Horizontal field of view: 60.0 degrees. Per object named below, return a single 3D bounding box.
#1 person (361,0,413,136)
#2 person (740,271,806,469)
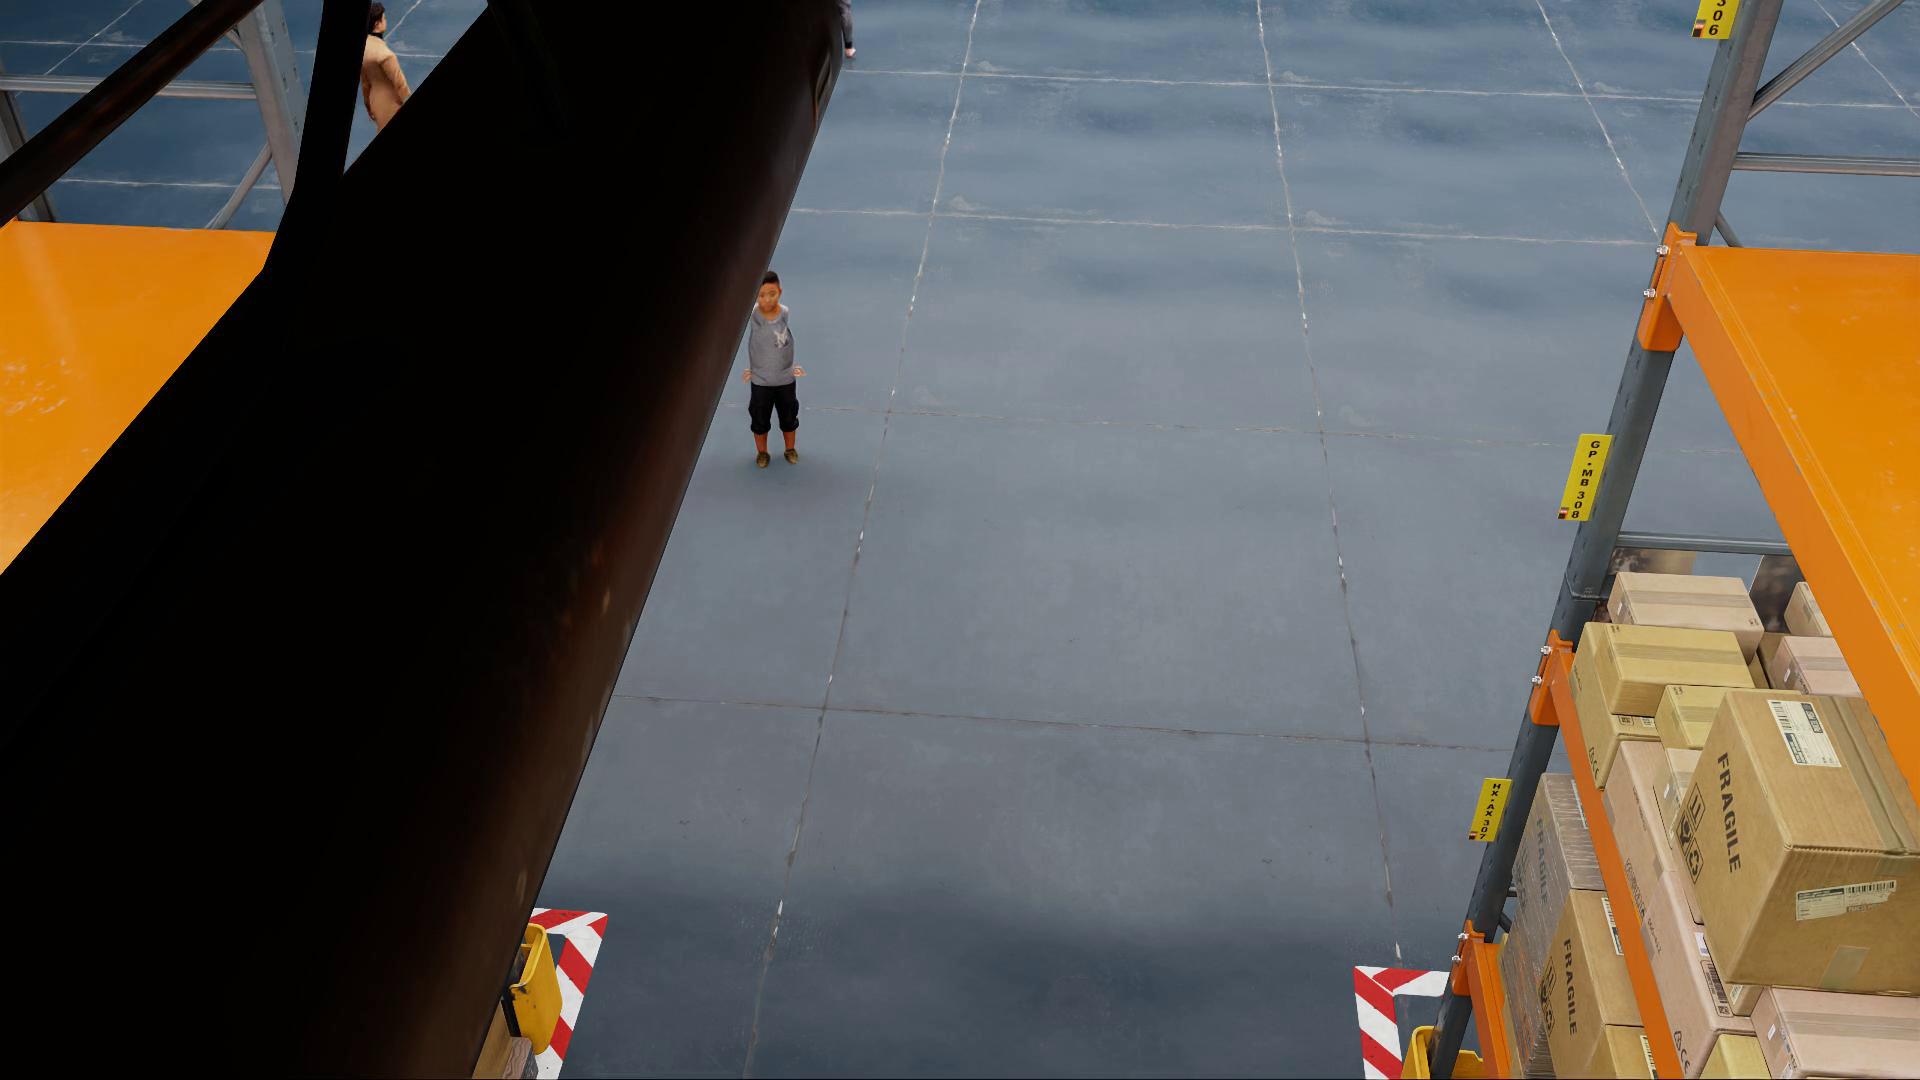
[{"bbox_3d":[-4.733,-3.491,13.588,1.174,1.691,1.123,-27,46,-30],"label":"person"},{"bbox_3d":[-1.224,-1.136,10.766,0.622,1.459,0.592,-7,39,-9],"label":"person"}]
